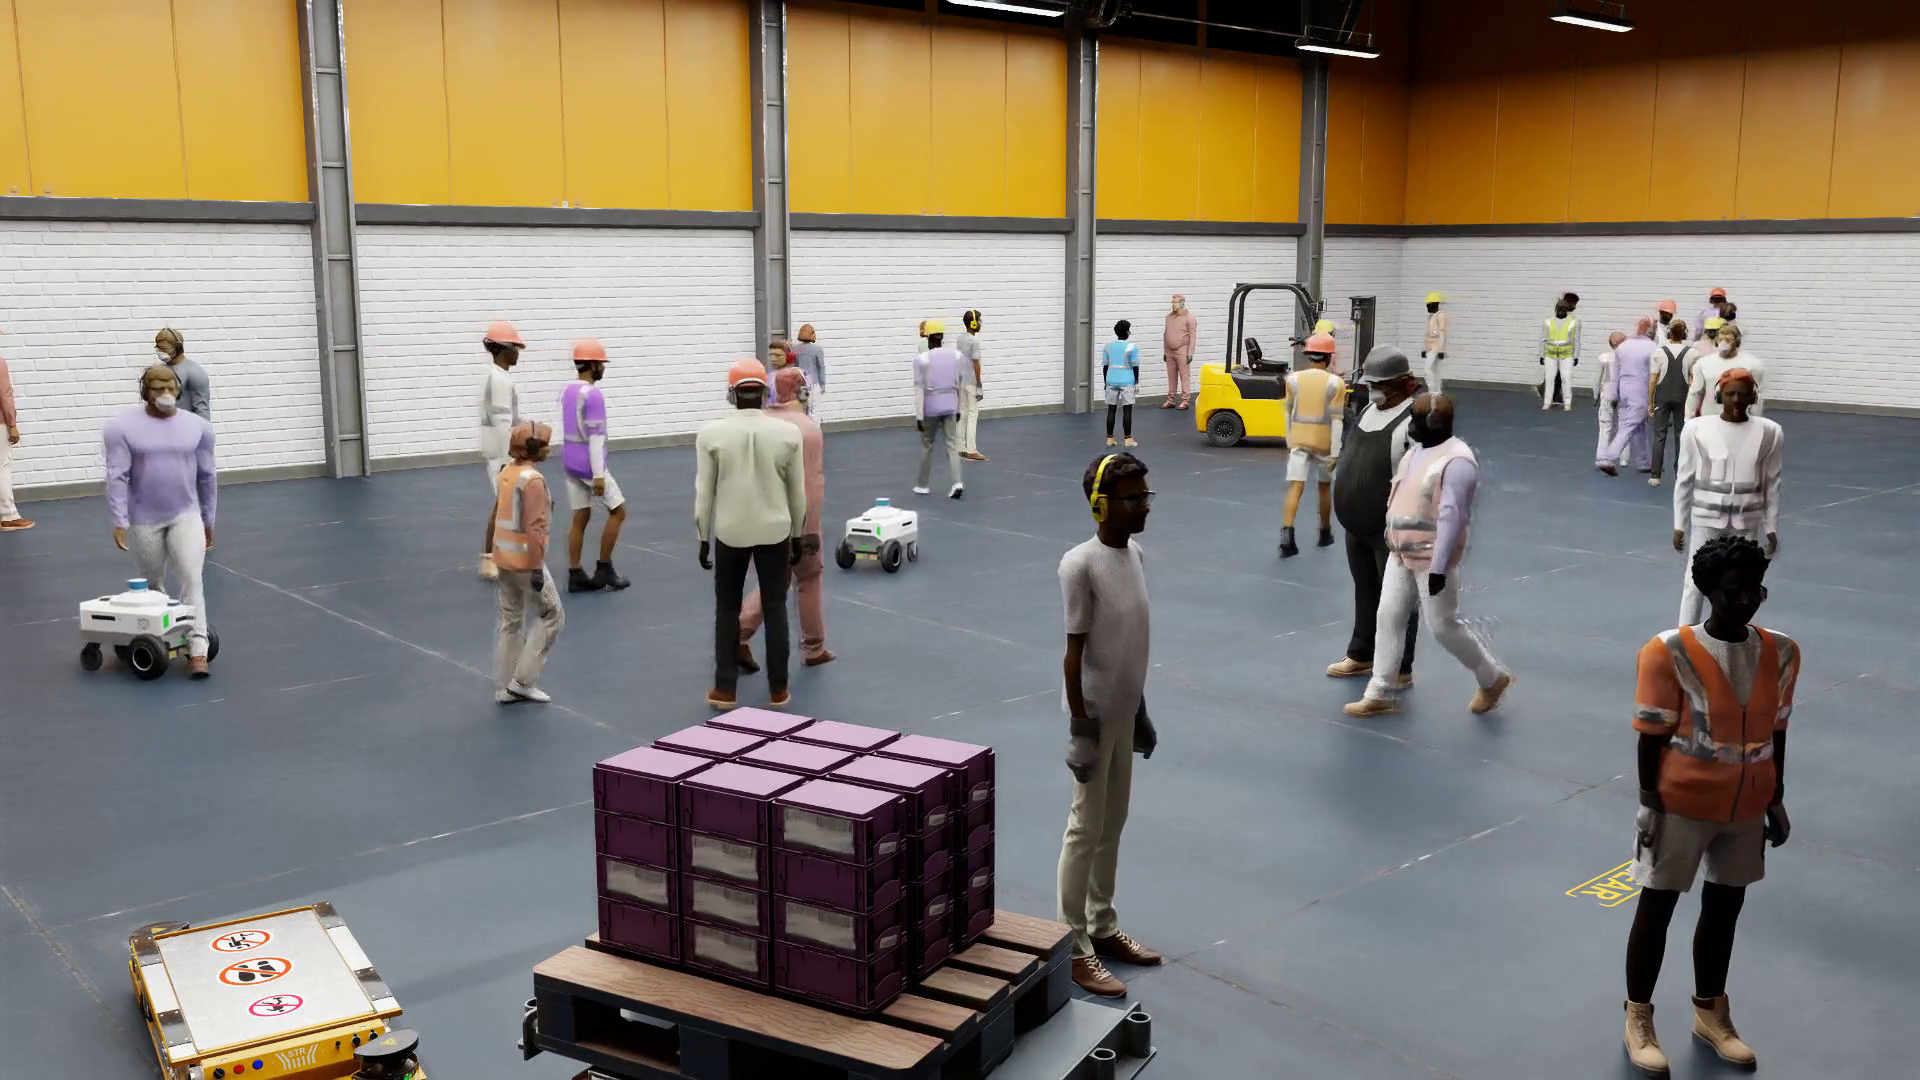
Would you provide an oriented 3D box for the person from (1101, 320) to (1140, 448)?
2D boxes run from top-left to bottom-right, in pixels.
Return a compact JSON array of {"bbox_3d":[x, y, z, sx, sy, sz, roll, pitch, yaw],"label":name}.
[{"bbox_3d":[2.136,-2.069,22.051,0.539,1.698,0.318,6,11,31],"label":"person"}]

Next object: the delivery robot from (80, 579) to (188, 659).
[{"bbox_3d":[-5.023,0.480,10.198,0.707,0.478,0.477,3,10,18],"label":"delivery robot"}]

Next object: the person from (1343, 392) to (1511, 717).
[{"bbox_3d":[2.591,0.092,9.097,0.872,1.803,0.638,-3,10,-15],"label":"person"}]

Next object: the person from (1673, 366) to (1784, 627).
[{"bbox_3d":[4.582,-0.097,9.964,0.584,1.883,0.342,3,10,15],"label":"person"}]

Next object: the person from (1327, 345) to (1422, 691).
[{"bbox_3d":[2.452,-0.139,9.753,0.535,2.000,0.674,-4,11,-23],"label":"person"}]

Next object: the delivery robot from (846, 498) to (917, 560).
[{"bbox_3d":[-0.635,-0.098,13.584,0.477,0.478,0.707,5,11,25],"label":"delivery robot"}]

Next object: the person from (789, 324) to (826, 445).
[{"bbox_3d":[-2.027,-2.057,22.174,0.498,1.634,0.281,2,10,12],"label":"person"}]

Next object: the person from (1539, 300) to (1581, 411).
[{"bbox_3d":[9.845,-3.031,27.337,0.634,1.828,0.431,5,11,28],"label":"person"}]

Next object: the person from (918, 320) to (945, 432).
[{"bbox_3d":[-0.370,-2.350,23.914,0.589,1.619,0.421,-9,13,-44],"label":"person"}]

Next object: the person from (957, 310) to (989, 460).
[{"bbox_3d":[0.138,-1.926,20.717,0.312,1.869,0.535,-5,11,-29],"label":"person"}]

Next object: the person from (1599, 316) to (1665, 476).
[{"bbox_3d":[7.810,-1.656,19.194,1.022,1.857,0.652,-3,10,-18],"label":"person"}]

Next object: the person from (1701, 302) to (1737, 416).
[{"bbox_3d":[11.923,-2.777,25.860,0.742,1.813,0.624,4,10,22],"label":"person"}]

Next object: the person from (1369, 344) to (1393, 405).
[{"bbox_3d":[4.360,-1.213,17.230,0.276,1.631,0.507,1,10,3],"label":"person"}]

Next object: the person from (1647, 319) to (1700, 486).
[{"bbox_3d":[7.842,-1.502,18.302,0.514,1.845,0.336,4,10,20],"label":"person"}]

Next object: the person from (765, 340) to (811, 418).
[{"bbox_3d":[-1.596,-0.908,15.005,0.568,1.793,0.956,6,11,32],"label":"person"}]

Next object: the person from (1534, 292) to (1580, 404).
[{"bbox_3d":[10.192,-3.250,28.294,0.597,1.929,0.638,4,10,20],"label":"person"}]

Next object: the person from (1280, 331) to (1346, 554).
[{"bbox_3d":[3.015,-0.833,14.238,0.543,1.903,0.963,5,11,25],"label":"person"}]

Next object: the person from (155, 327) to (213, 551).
[{"bbox_3d":[-6.654,-0.844,14.197,0.628,1.935,0.373,5,11,27],"label":"person"}]

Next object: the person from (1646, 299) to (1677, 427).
[{"bbox_3d":[10.469,-2.662,24.957,0.555,1.902,0.945,-2,10,-11],"label":"person"}]

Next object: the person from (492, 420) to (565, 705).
[{"bbox_3d":[-2.440,0.136,9.337,0.369,1.620,0.549,-8,12,-38],"label":"person"}]

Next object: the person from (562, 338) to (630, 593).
[{"bbox_3d":[-2.744,-0.557,12.558,0.613,1.915,0.587,-8,12,-38],"label":"person"}]

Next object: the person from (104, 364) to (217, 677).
[{"bbox_3d":[-4.856,-0.132,10.176,0.632,1.891,1.023,-5,11,-29],"label":"person"}]

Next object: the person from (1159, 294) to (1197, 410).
[{"bbox_3d":[3.596,-3.101,27.489,0.399,1.909,0.642,-8,13,-40],"label":"person"}]

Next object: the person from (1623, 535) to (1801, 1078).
[{"bbox_3d":[2.324,0.817,5.158,0.536,1.696,0.322,-1,10,-8],"label":"person"}]

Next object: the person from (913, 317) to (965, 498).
[{"bbox_3d":[-0.222,-1.387,17.479,0.595,1.899,0.825,-4,10,-20],"label":"person"}]

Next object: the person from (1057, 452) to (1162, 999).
[{"bbox_3d":[0.529,0.623,5.787,0.327,1.874,0.521,6,11,31],"label":"person"}]

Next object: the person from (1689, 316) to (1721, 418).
[{"bbox_3d":[9.871,-2.067,21.900,0.525,1.755,0.369,5,11,27],"label":"person"}]

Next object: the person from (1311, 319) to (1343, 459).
[{"bbox_3d":[4.508,-1.850,20.623,0.360,1.757,0.539,1,10,8],"label":"person"}]

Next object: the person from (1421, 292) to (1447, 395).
[{"bbox_3d":[8.166,-3.328,28.817,0.592,1.904,0.615,0,10,-3],"label":"person"}]

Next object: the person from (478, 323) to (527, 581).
[{"bbox_3d":[-3.627,-0.694,13.158,0.512,2.009,0.783,-4,11,-23],"label":"person"}]

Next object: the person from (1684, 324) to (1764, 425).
[{"bbox_3d":[7.275,-1.115,15.924,0.655,1.875,1.049,9,13,44],"label":"person"}]

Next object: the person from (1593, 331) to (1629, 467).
[{"bbox_3d":[7.887,-1.687,20.014,0.520,1.637,0.316,3,10,14],"label":"person"}]

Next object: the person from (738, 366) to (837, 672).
[{"bbox_3d":[-1.088,-0.118,10.168,0.657,1.880,0.697,7,12,37],"label":"person"}]

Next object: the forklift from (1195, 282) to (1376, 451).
[{"bbox_3d":[4.328,-2.346,22.227,2.313,2.155,1.214,3,10,16],"label":"forklift"}]

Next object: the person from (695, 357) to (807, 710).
[{"bbox_3d":[-1.175,-0.038,9.380,0.619,1.976,0.426,-2,10,-11],"label":"person"}]

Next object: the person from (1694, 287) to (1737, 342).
[{"bbox_3d":[12.261,-3.077,26.989,0.642,2.032,0.632,7,12,36],"label":"person"}]

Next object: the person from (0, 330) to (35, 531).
[{"bbox_3d":[-8.957,-1.078,15.378,0.611,1.996,0.378,3,10,19],"label":"person"}]

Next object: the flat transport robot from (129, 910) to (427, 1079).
[{"bbox_3d":[-2.229,1.499,5.335,0.652,0.197,1.431,-6,11,-32],"label":"flat transport robot"}]
